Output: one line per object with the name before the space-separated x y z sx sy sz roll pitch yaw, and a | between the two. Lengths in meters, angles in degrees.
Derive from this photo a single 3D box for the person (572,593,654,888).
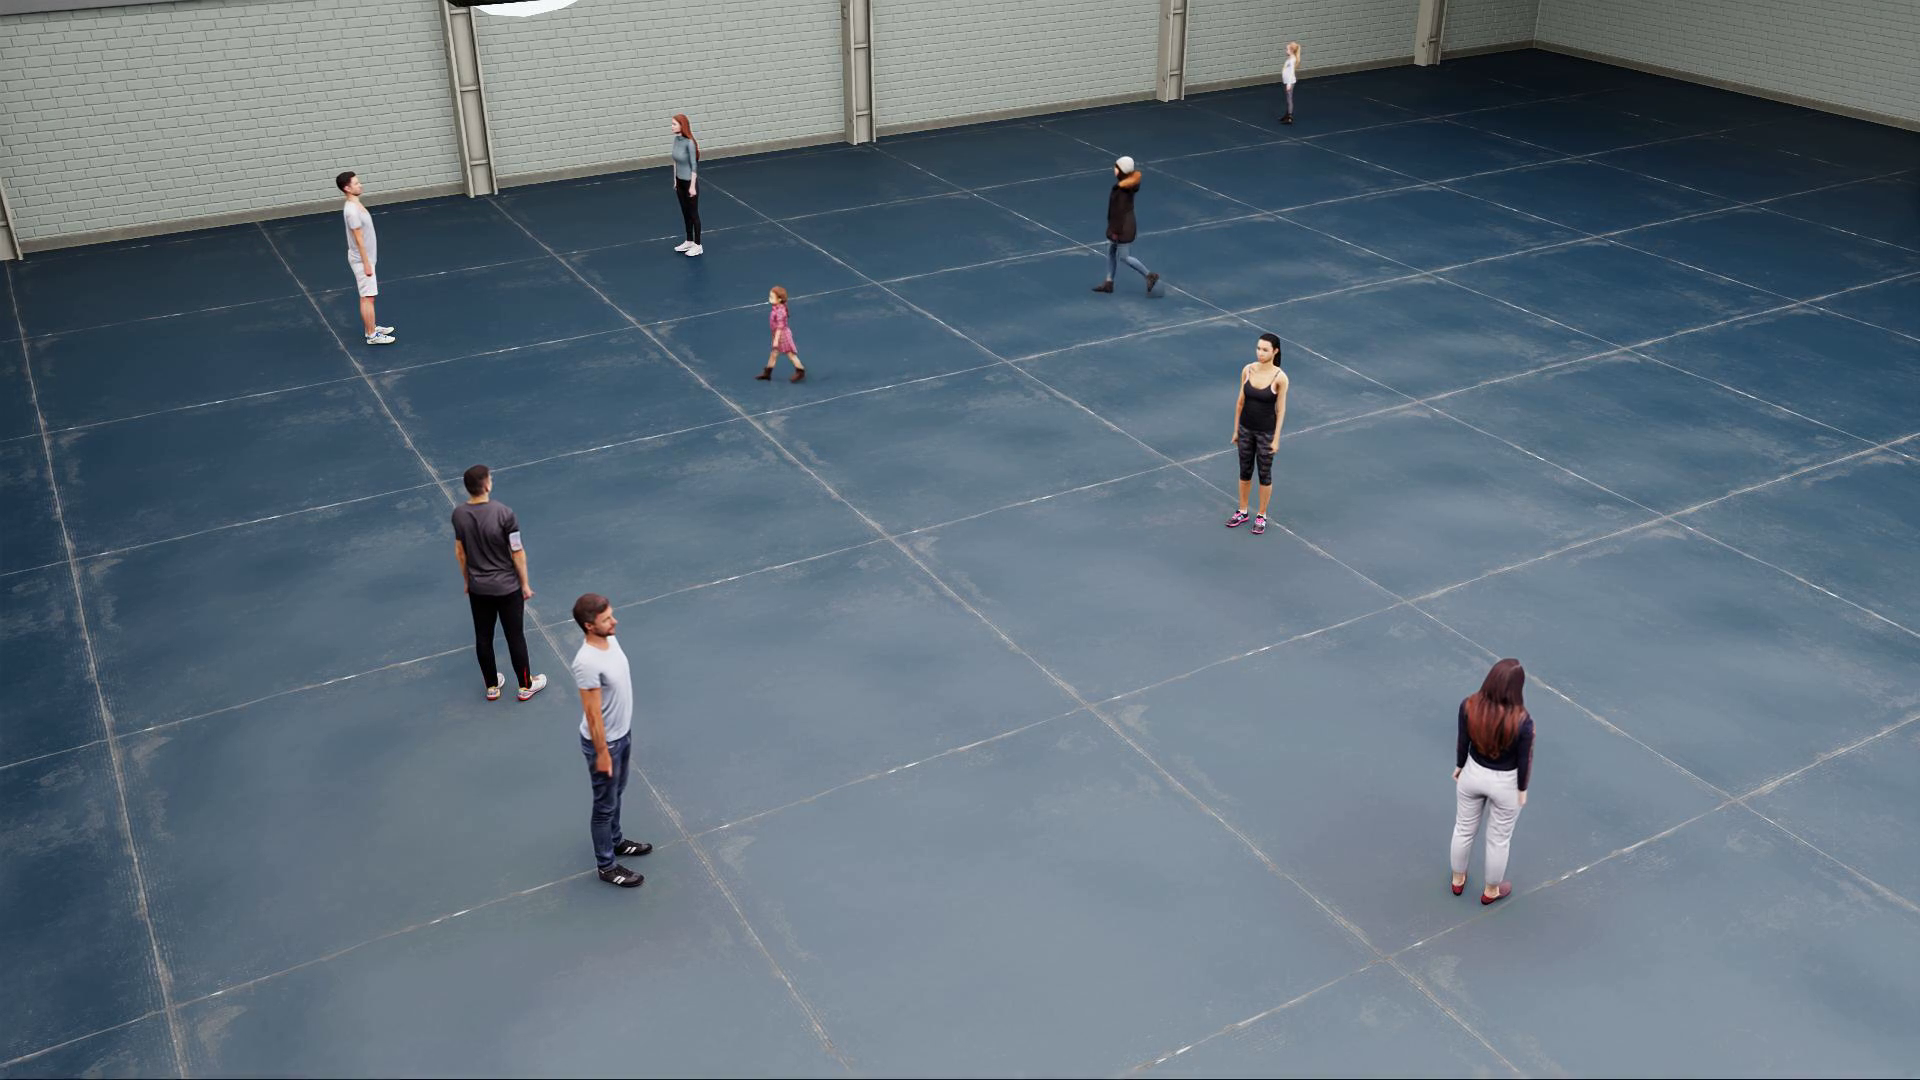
person | -2.073 1.142 9.705 0.734 1.865 0.715 1 27 3

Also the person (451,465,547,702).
person | -3.213 0.305 11.440 0.699 1.764 0.782 4 27 7

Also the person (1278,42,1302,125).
person | 5.349 -7.414 26.961 0.623 1.278 0.577 3 27 6

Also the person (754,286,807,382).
person | -1.761 -2.073 16.893 0.799 1.000 0.575 -5 28 -10

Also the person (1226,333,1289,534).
person | 2.487 -0.899 13.816 0.653 1.730 0.662 18 32 31

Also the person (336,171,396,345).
person | -6.406 -3.029 17.814 0.638 1.856 0.720 -9 29 -17

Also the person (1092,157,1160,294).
person | 1.946 -3.585 19.166 1.089 1.607 0.912 1 27 2

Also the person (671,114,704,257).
person | -3.387 -4.400 20.601 0.571 1.742 0.620 -20 33 -34

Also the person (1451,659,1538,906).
person | 3.050 1.376 9.531 0.675 1.607 0.663 19 33 33
